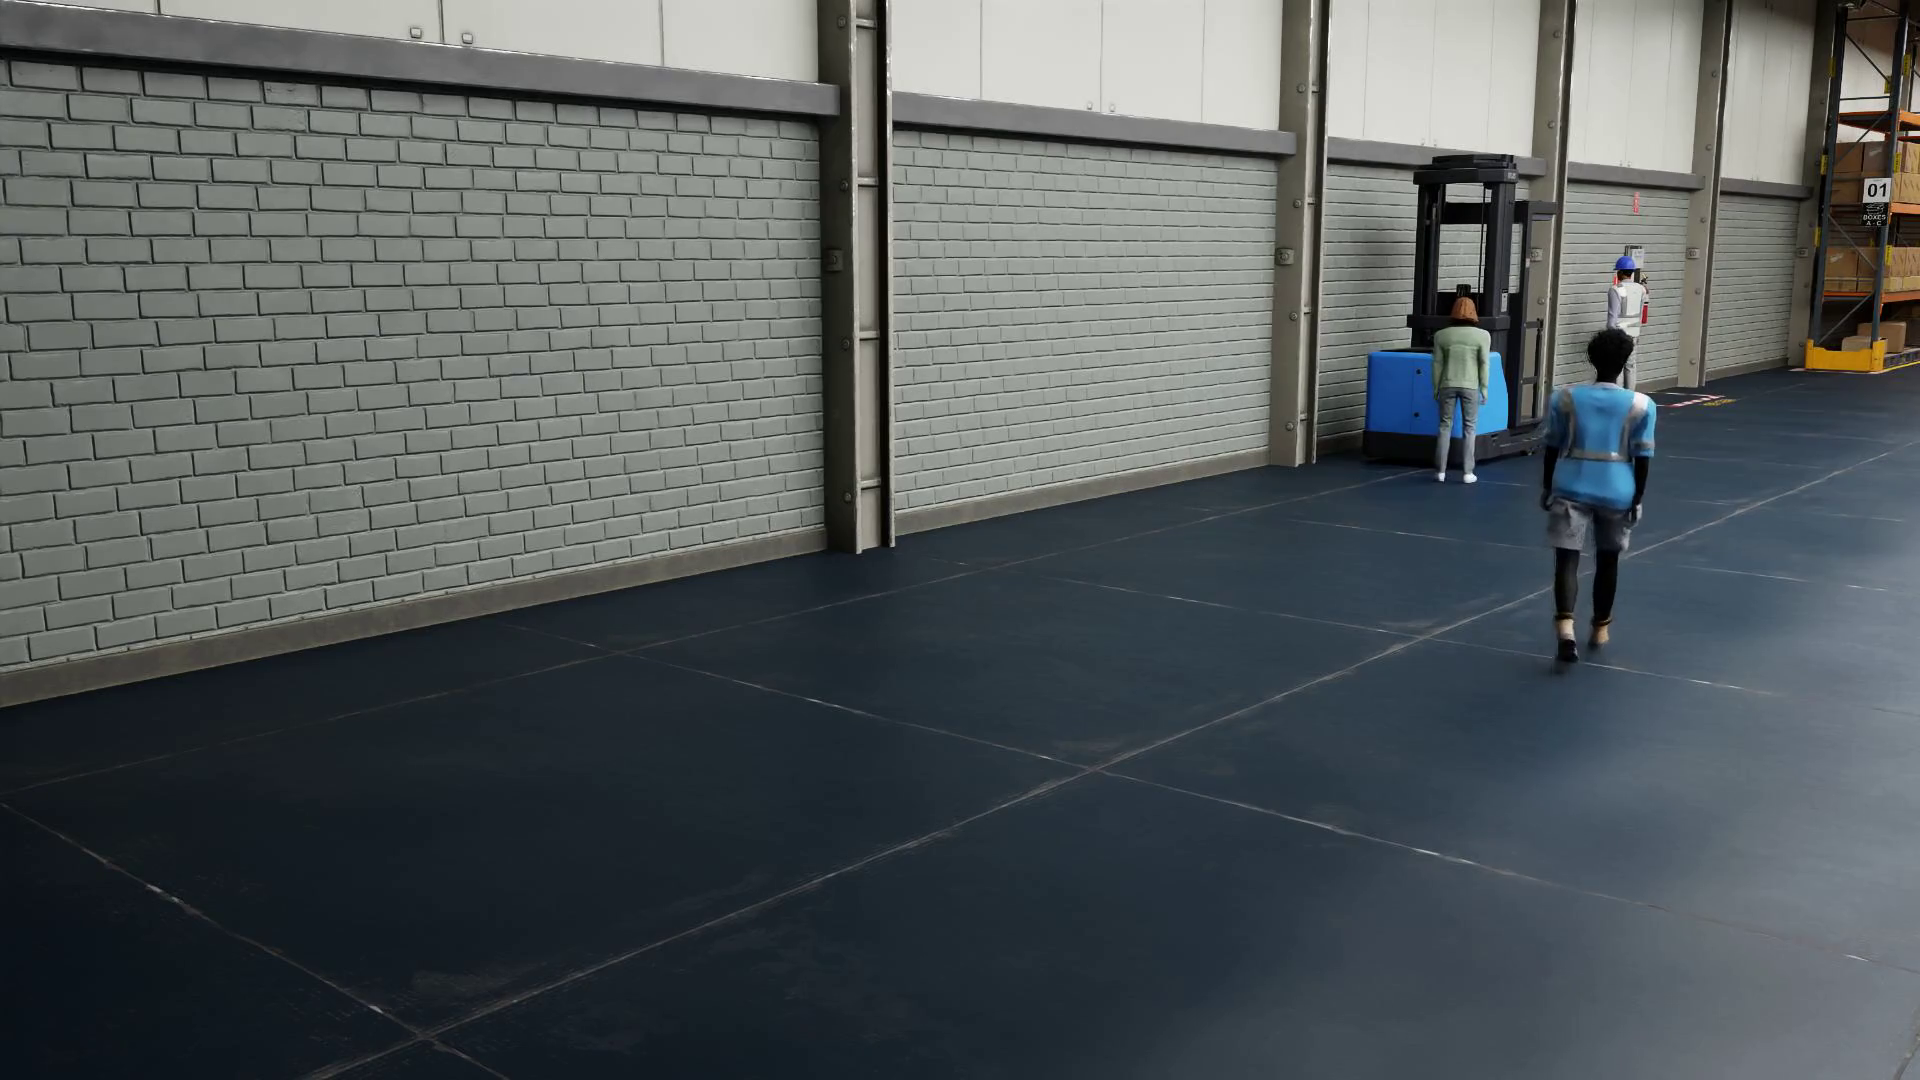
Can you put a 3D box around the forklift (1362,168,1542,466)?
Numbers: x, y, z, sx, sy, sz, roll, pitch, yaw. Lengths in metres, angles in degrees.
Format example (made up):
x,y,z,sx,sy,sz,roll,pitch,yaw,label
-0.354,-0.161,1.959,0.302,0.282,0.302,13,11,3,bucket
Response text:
x,y,z,sx,sy,sz,roll,pitch,yaw,label
4.875,-2.212,16.287,1.129,2.768,1.873,8,13,40,forklift

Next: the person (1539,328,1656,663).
x,y,z,sx,sy,sz,roll,pitch,yaw,label
3.164,-0.225,8.304,0.529,1.667,0.806,4,11,22,person

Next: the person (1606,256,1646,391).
x,y,z,sx,sy,sz,roll,pitch,yaw,label
8.440,-2.630,21.198,0.614,1.946,0.389,-6,11,-29,person

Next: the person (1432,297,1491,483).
x,y,z,sx,sy,sz,roll,pitch,yaw,label
4.406,-1.321,14.671,0.500,1.628,0.282,6,11,30,person
